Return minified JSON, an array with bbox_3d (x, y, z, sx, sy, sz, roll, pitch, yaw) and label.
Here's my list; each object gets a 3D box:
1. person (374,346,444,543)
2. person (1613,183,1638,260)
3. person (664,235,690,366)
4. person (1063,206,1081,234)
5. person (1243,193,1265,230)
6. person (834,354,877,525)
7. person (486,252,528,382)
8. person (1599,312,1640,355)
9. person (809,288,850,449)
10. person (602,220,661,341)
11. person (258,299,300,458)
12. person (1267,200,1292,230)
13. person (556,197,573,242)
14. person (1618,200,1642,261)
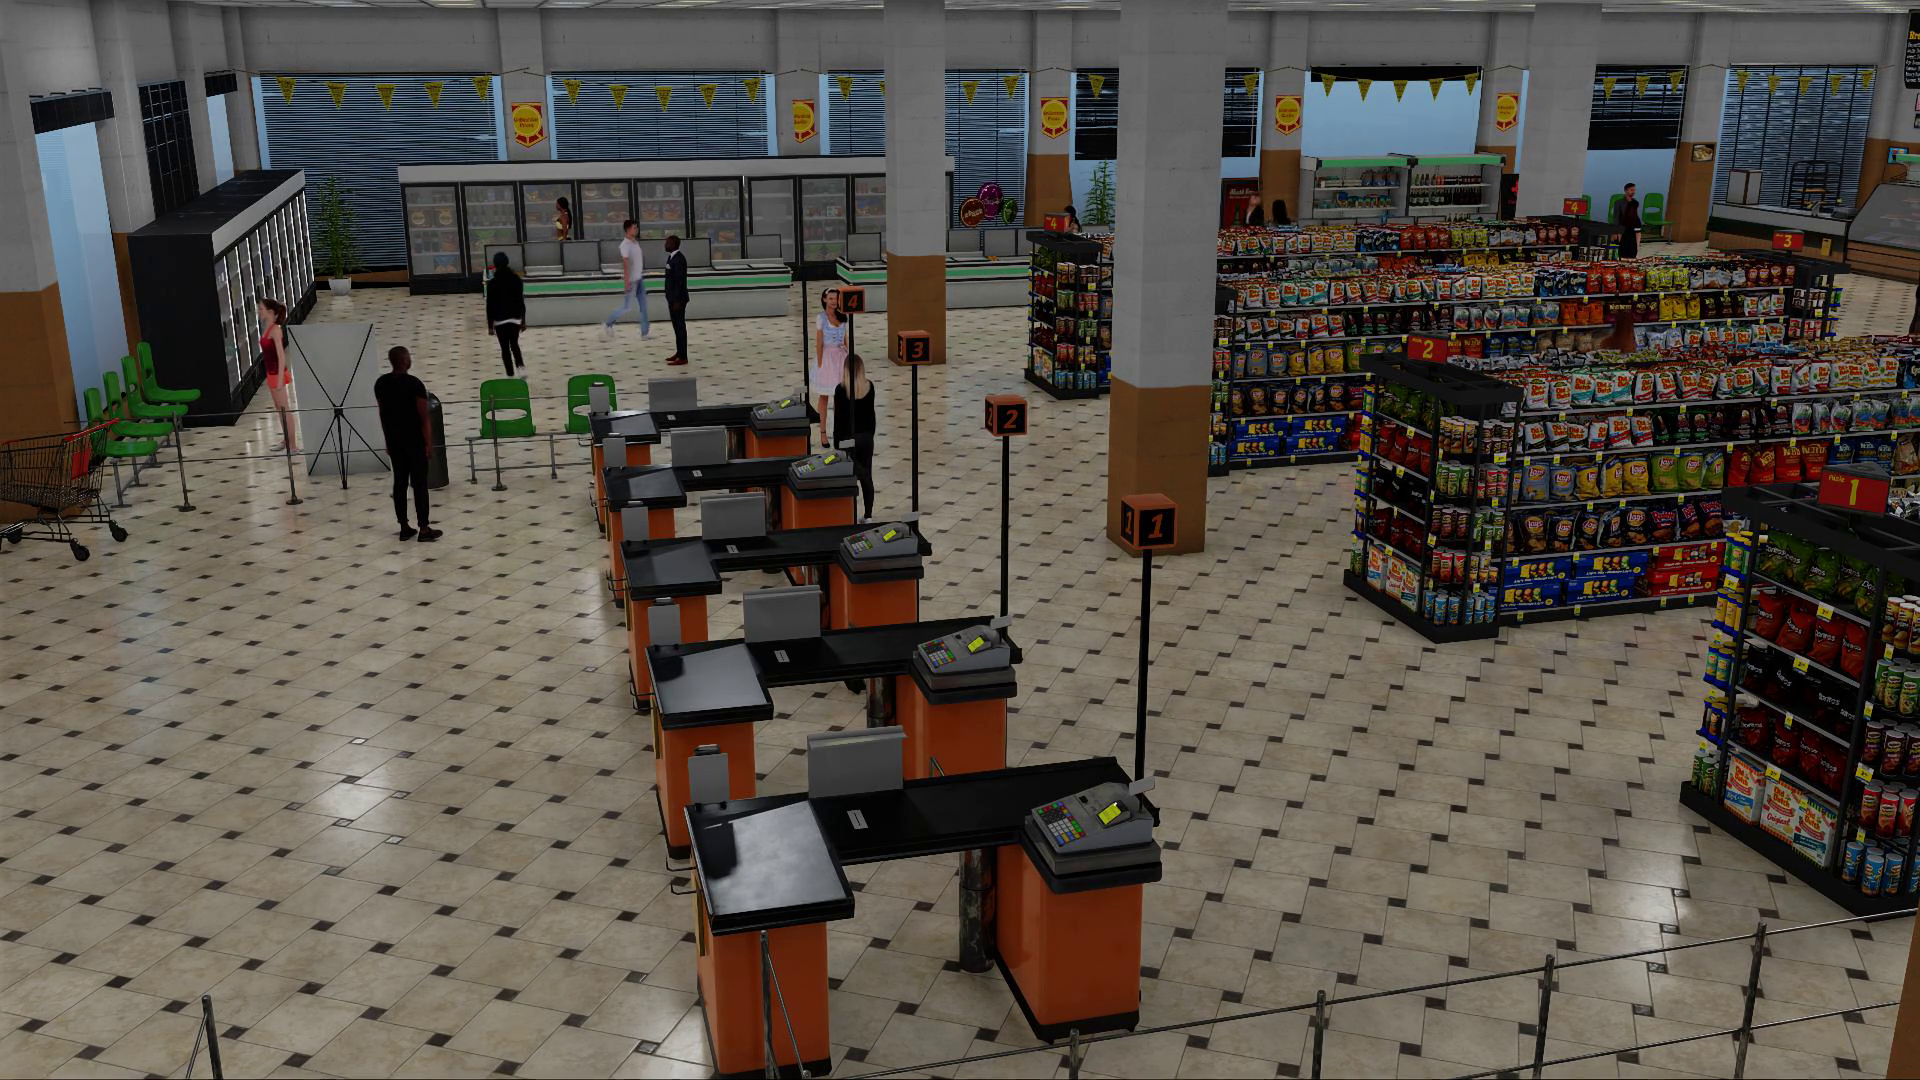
[{"bbox_3d":[-5.111,-0.890,15.360,0.691,1.819,0.810,5,18,16],"label":"person"},{"bbox_3d":[12.582,-5.818,31.500,0.582,1.871,0.788,-8,19,-24],"label":"person"},{"bbox_3d":[-4.039,-3.430,23.716,0.576,1.824,0.692,-4,17,-13],"label":"person"},{"bbox_3d":[1.850,-4.750,28.116,0.543,1.794,0.586,-5,18,-17],"label":"person"},{"bbox_3d":[5.642,-5.789,31.783,0.914,1.651,0.779,-13,21,-36],"label":"person"},{"bbox_3d":[-0.988,-0.924,15.698,0.577,1.686,0.731,-11,20,-32],"label":"person"},{"bbox_3d":[-5.920,-2.878,21.919,0.811,1.812,0.893,-15,23,-41],"label":"person"},{"bbox_3d":[6.959,-1.553,17.791,1.212,1.675,0.942,-13,21,-36],"label":"person"},{"bbox_3d":[-1.454,-1.966,18.907,0.782,1.817,0.866,-12,20,-33],"label":"person"},{"bbox_3d":[-5.086,-3.953,25.431,1.199,1.828,0.949,3,17,9],"label":"person"},{"bbox_3d":[-7.616,-1.829,18.565,0.621,1.754,0.622,-9,19,-27],"label":"person"},{"bbox_3d":[5.514,-4.873,28.467,0.976,1.824,0.969,-16,23,-42],"label":"person"},{"bbox_3d":[-7.090,-5.296,29.978,0.548,1.755,0.580,-2,17,-7],"label":"person"},{"bbox_3d":[12.316,-5.436,30.641,0.682,1.639,0.679,-11,20,-32],"label":"person"}]
